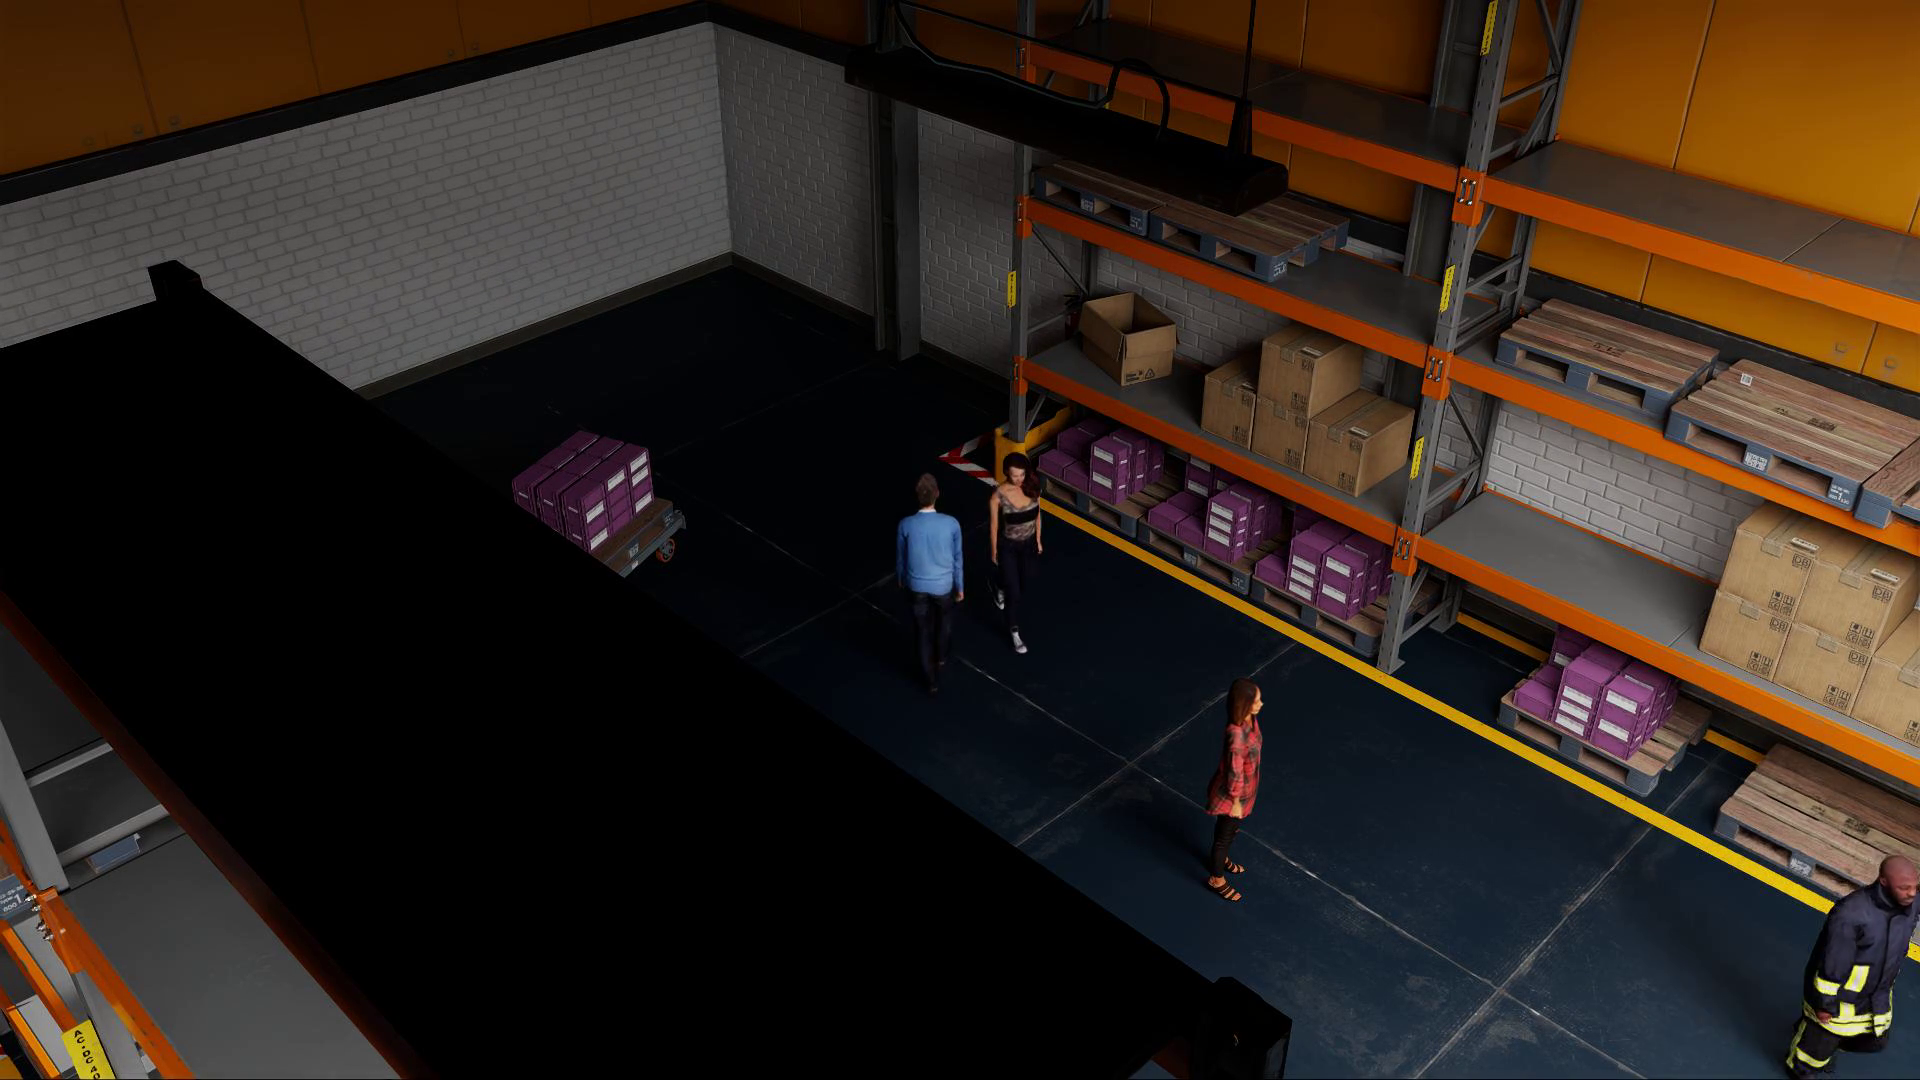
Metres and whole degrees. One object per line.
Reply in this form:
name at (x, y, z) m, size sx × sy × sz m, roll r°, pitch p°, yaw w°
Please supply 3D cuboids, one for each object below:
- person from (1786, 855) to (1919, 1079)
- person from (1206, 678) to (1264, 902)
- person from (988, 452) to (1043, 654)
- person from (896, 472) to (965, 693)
person at (4.954, 2.395, 9.359) m, size 0.931 × 1.812 × 0.994 m, roll -8°, pitch 34°, yaw -11°
person at (1.763, 1.578, 10.686) m, size 0.715 × 1.703 × 0.703 m, roll 8°, pitch 34°, yaw 12°
person at (0.382, 0.026, 12.975) m, size 0.769 × 1.752 × 0.964 m, roll -16°, pitch 37°, yaw -23°
person at (-0.217, 0.362, 12.431) m, size 0.930 × 1.796 × 0.993 m, roll -1°, pitch 34°, yaw -1°
